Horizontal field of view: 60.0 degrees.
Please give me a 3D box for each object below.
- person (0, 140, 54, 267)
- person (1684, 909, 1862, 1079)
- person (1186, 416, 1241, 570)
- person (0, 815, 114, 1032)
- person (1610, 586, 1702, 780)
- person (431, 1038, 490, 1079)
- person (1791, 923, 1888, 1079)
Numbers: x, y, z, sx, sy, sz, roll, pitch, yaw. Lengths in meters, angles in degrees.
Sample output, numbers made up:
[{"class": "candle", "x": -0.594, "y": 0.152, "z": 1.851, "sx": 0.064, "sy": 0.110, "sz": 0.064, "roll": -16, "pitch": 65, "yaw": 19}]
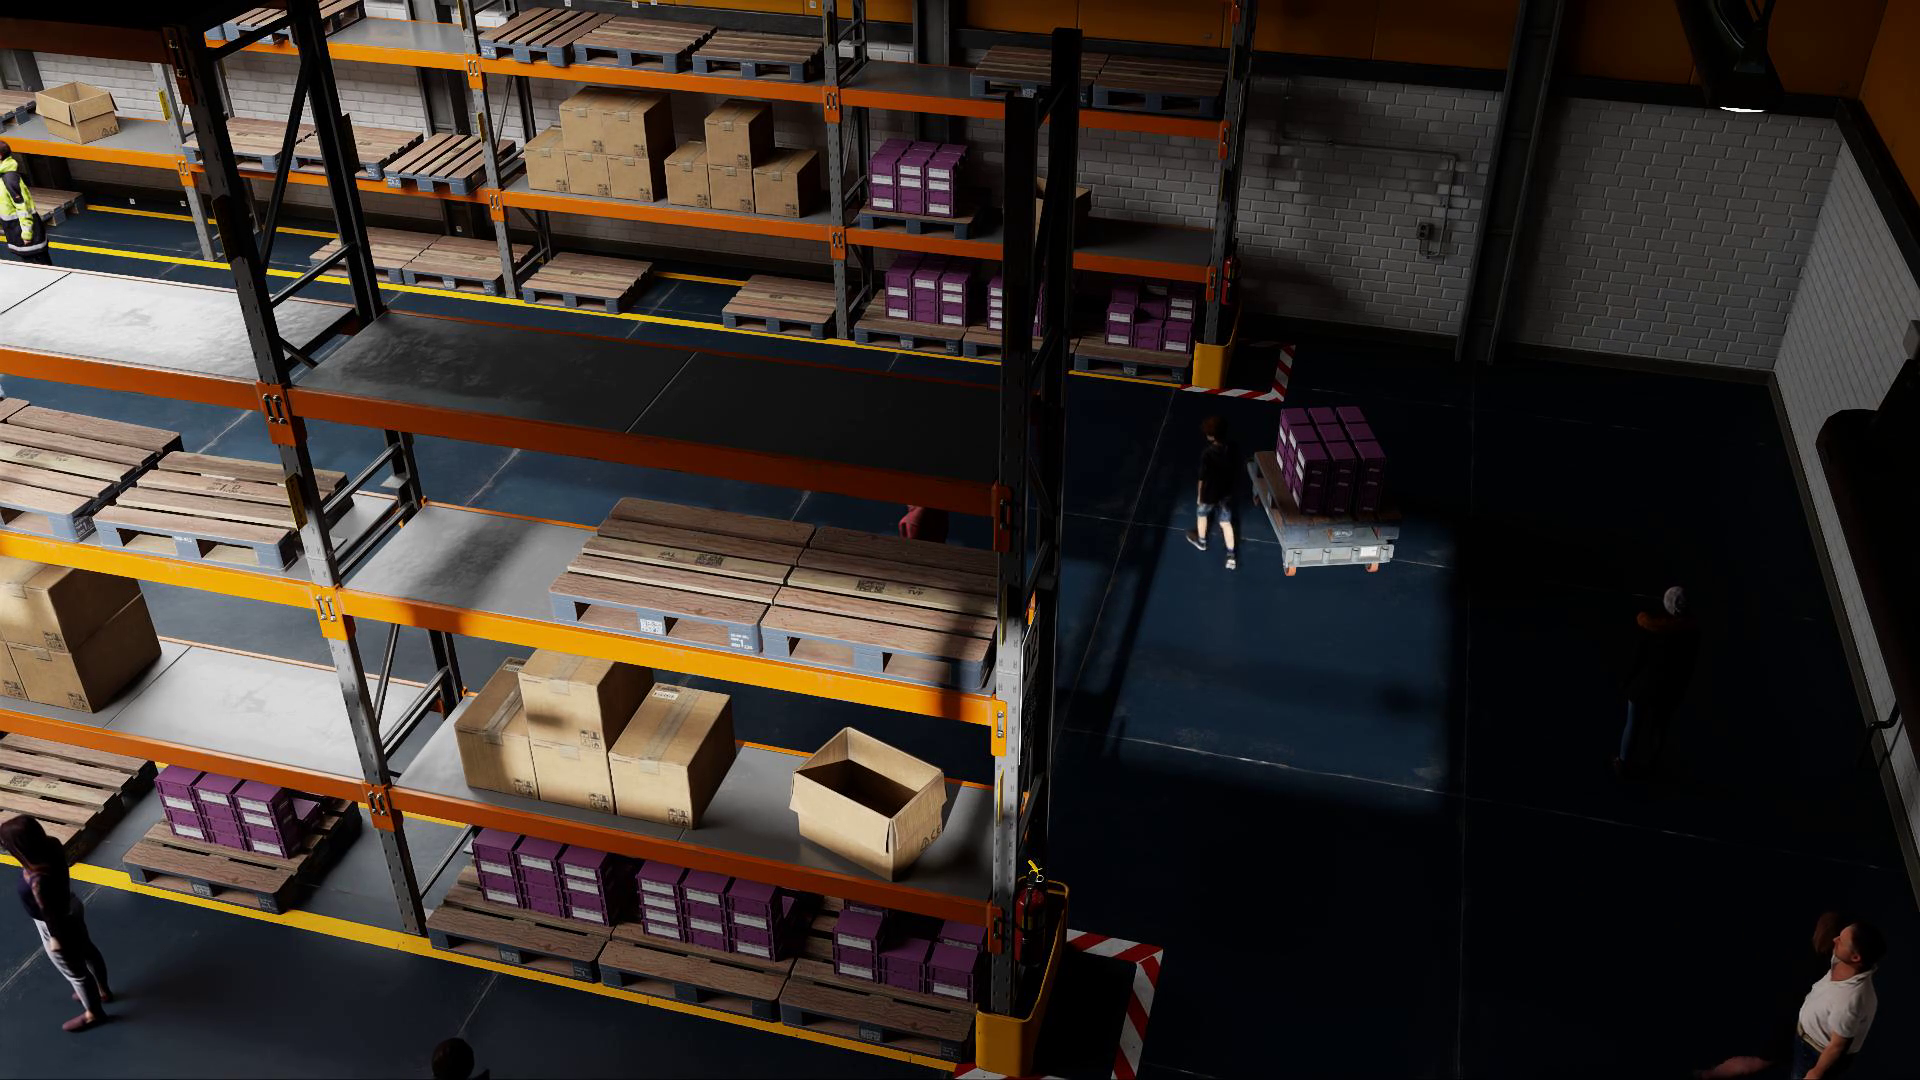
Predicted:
[{"class": "person", "x": -10.323, "y": -3.462, "z": 18.338, "sx": 0.930, "sy": 1.983, "sz": 0.820, "roll": -25, "pitch": 41, "yaw": -32}, {"class": "person", "x": 4.623, "y": 2.704, "z": 9.347, "sx": 1.100, "sy": 1.666, "sz": 0.773, "roll": 19, "pitch": 38, "yaw": 26}, {"class": "person", "x": 2.224, "y": -0.391, "z": 14.225, "sx": 0.972, "sy": 1.421, "sz": 0.960, "roll": -10, "pitch": 35, "yaw": -15}, {"class": "person", "x": -5.434, "y": 2.287, "z": 10.026, "sx": 0.715, "sy": 1.609, "sz": 0.691, "roll": -10, "pitch": 35, "yaw": -14}, {"class": "person", "x": 4.985, "y": 1.027, "z": 11.897, "sx": 0.516, "sy": 1.636, "sz": 0.671, "roll": 8, "pitch": 34, "yaw": 12}, {"class": "person", "x": -2.531, "y": 3.206, "z": 8.600, "sx": 0.595, "sy": 1.659, "sz": 0.657, "roll": 25, "pitch": 41, "yaw": 33}, {"class": "person", "x": 4.719, "y": 2.778, "z": 9.067, "sx": 0.630, "sy": 1.855, "sz": 0.709, "roll": 15, "pitch": 37, "yaw": 21}]
